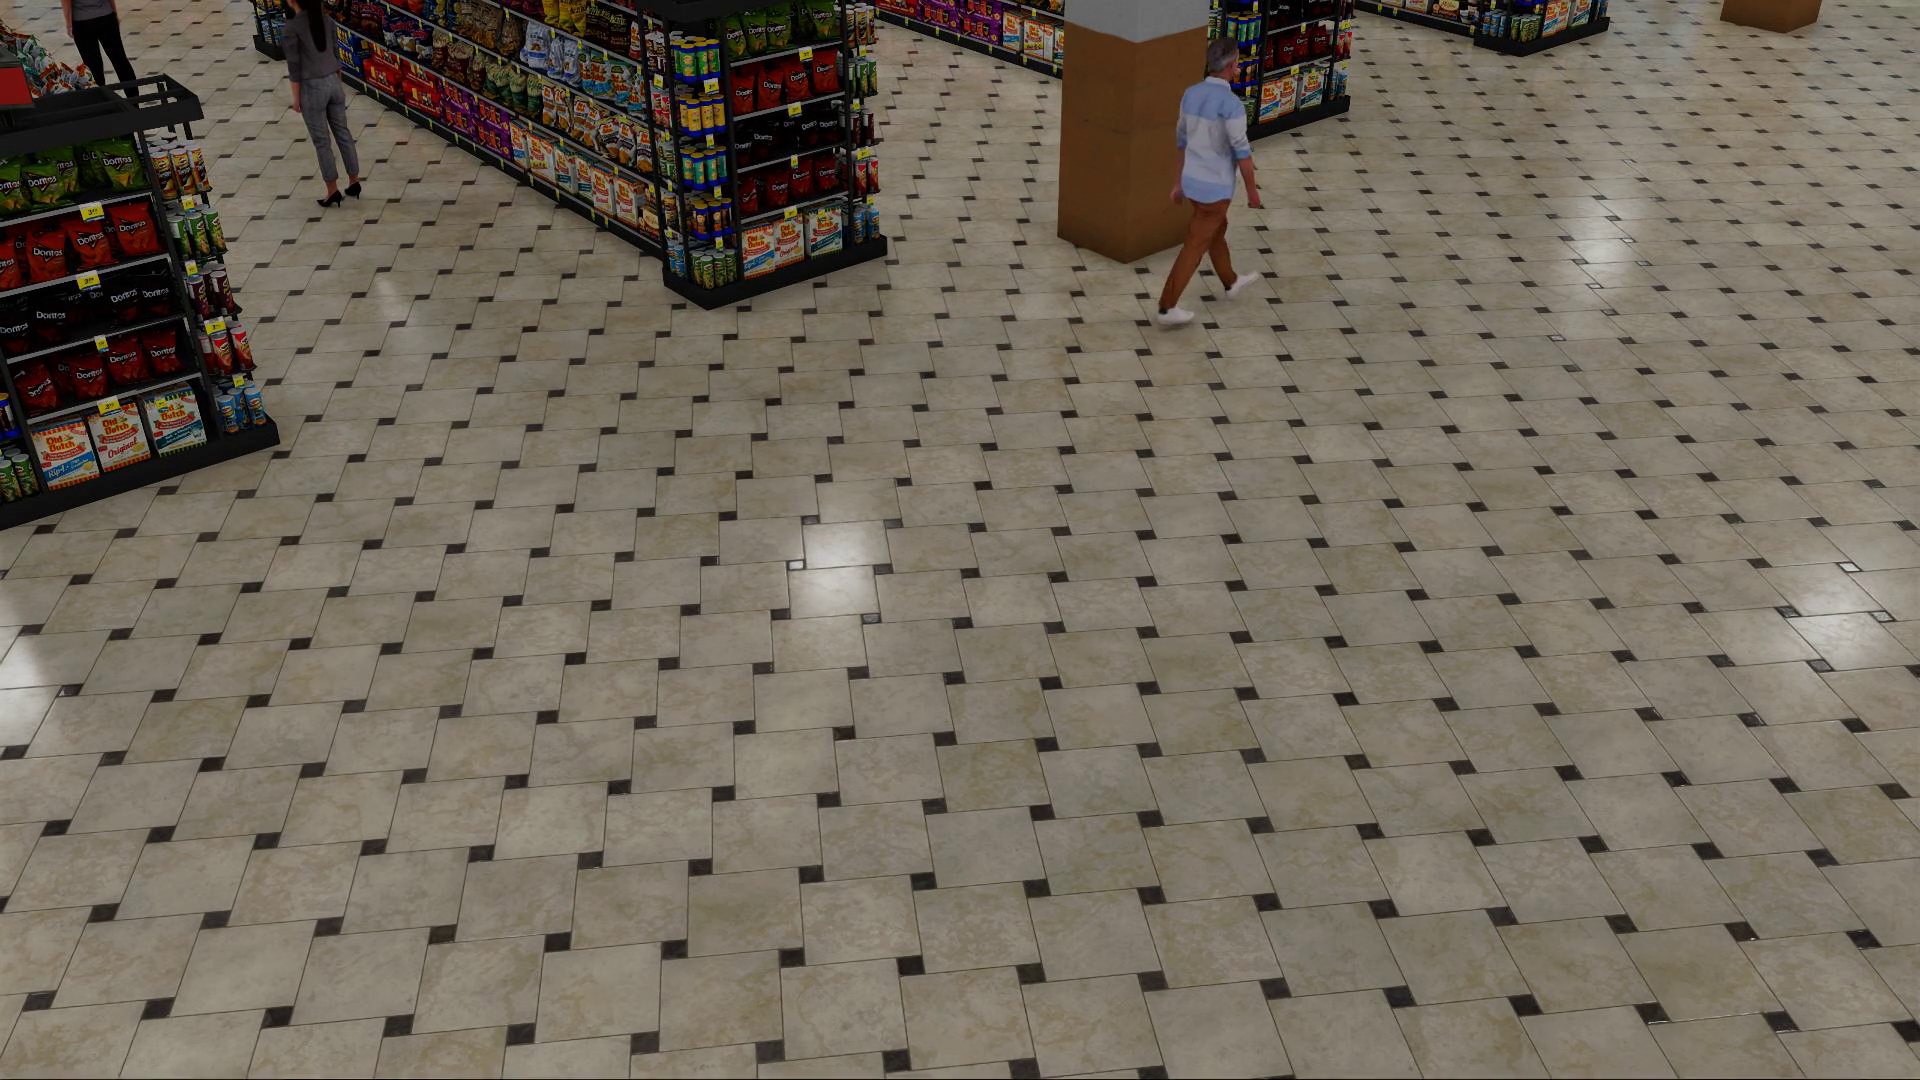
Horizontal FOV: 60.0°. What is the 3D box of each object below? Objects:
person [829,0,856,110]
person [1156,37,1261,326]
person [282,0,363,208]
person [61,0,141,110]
[{"bbox_3d":[-1.087,-4.679,14.373,0.688,1.865,0.735,16,35,24],"label":"person"},{"bbox_3d":[1.507,-2.194,10.461,0.915,1.779,1.155,-16,35,-23],"label":"person"},{"bbox_3d":[-4.749,-3.317,12.360,0.689,1.678,0.690,18,36,26],"label":"person"},{"bbox_3d":[-7.330,-4.409,14.045,0.621,1.753,0.660,22,38,31],"label":"person"}]
